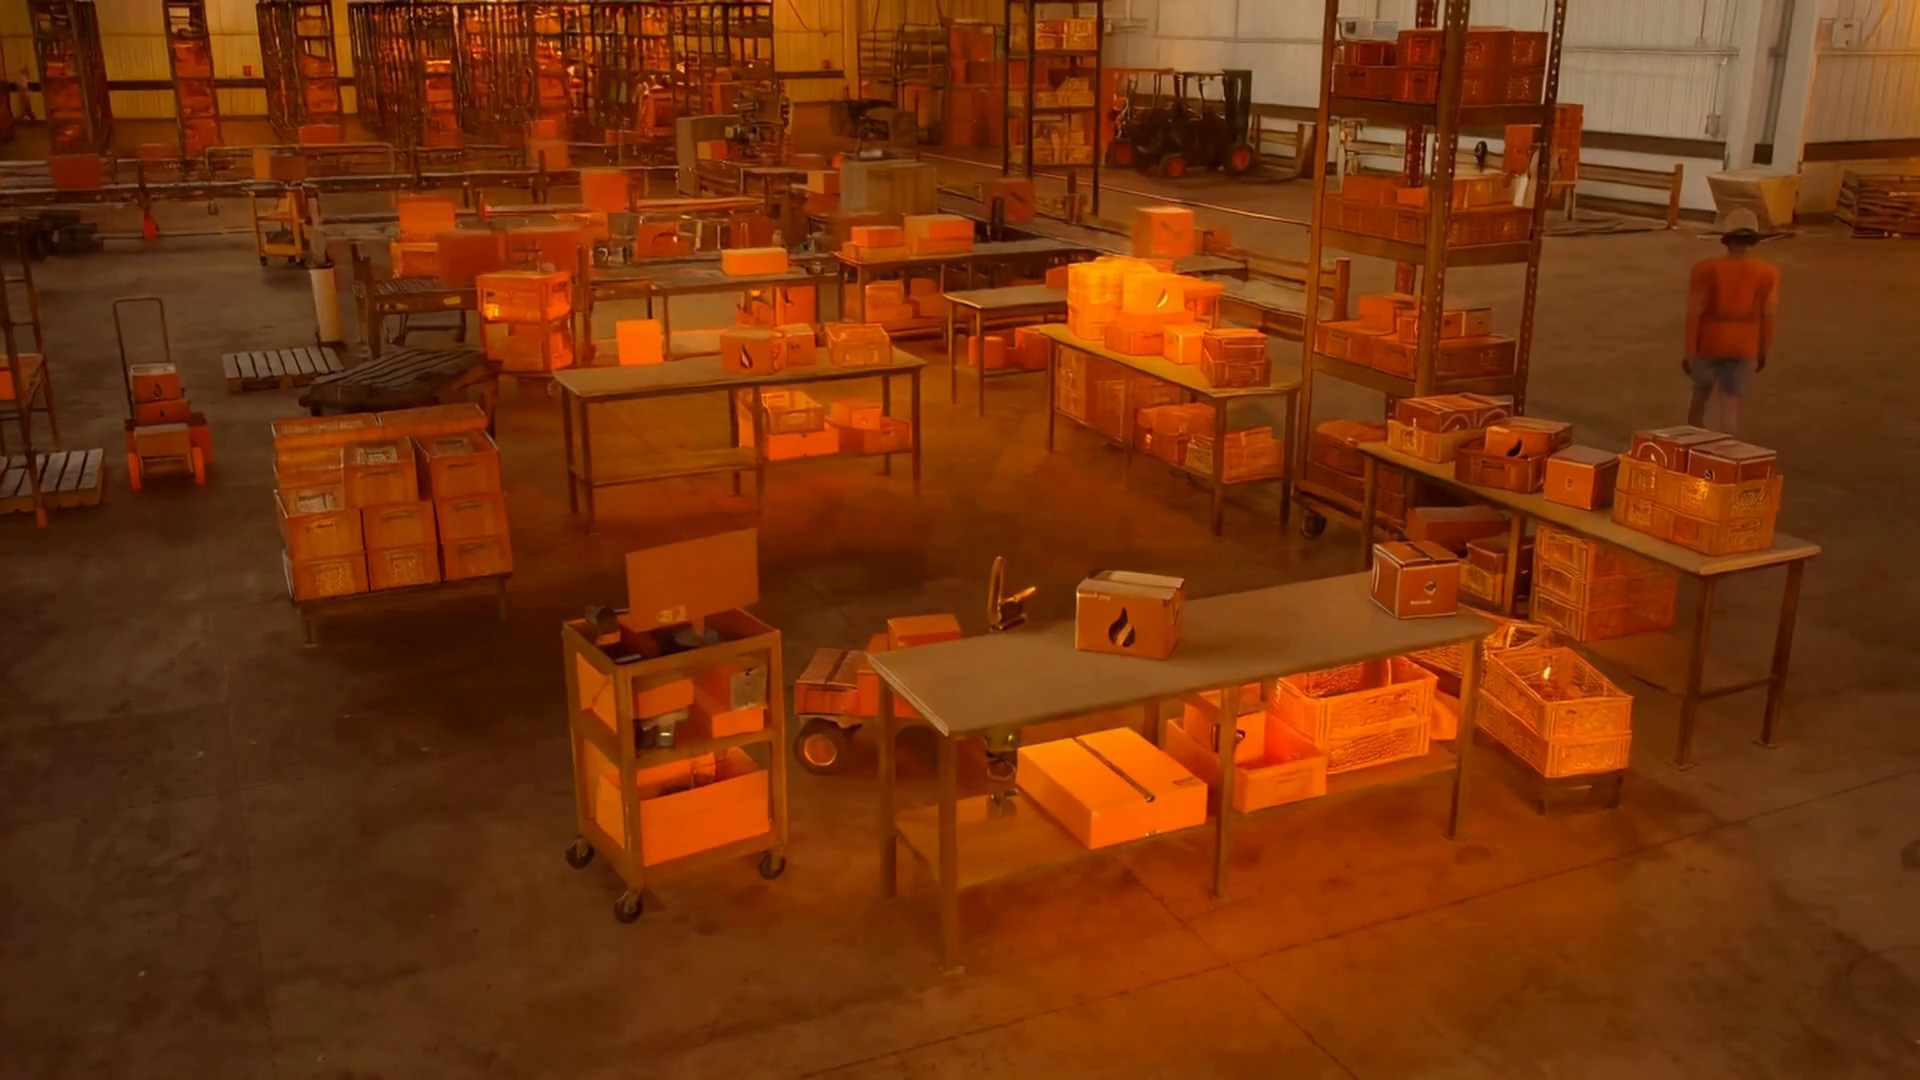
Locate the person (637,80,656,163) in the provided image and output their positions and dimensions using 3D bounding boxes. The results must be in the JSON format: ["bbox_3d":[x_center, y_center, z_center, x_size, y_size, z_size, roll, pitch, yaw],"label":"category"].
[{"bbox_3d":[-7.034,-9.334,37.333,0.399,1.901,0.642,-5,18,-17],"label":"person"}]

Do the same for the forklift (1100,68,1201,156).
[{"bbox_3d":[4.082,-9.564,37.410,2.680,1.987,1.157,-8,19,-23],"label":"forklift"}]

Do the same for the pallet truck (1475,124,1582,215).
[{"bbox_3d":[9.707,-6.455,28.103,1.885,1.965,0.823,-7,19,-20],"label":"pallet truck"}]

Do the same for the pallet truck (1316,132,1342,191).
[{"bbox_3d":[7.723,-7.504,32.656,1.601,1.201,0.680,-8,19,-23],"label":"pallet truck"}]

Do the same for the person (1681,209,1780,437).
[{"bbox_3d":[5.665,-1.444,12.325,0.630,1.987,1.042,5,18,15],"label":"person"}]

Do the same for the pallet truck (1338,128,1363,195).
[{"bbox_3d":[7.845,-7.140,31.411,1.522,1.261,0.704,-9,20,-25],"label":"pallet truck"}]

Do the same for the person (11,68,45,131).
[{"bbox_3d":[-27.431,-12.872,48.636,0.855,1.812,0.579,-9,20,-26],"label":"person"}]

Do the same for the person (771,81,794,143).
[{"bbox_3d":[-4.101,-9.668,38.489,0.587,1.835,0.404,5,18,17],"label":"person"}]

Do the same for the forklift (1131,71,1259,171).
[{"bbox_3d":[4.998,-8.936,35.413,2.680,1.987,1.157,-9,20,-25],"label":"forklift"}]

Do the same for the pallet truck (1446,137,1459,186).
[{"bbox_3d":[9.184,-6.485,29.328,1.630,1.274,0.653,-8,19,-23],"label":"pallet truck"}]

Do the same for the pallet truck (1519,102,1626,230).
[{"bbox_3d":[9.972,-6.037,26.785,1.885,1.965,0.823,-9,20,-25],"label":"pallet truck"}]
